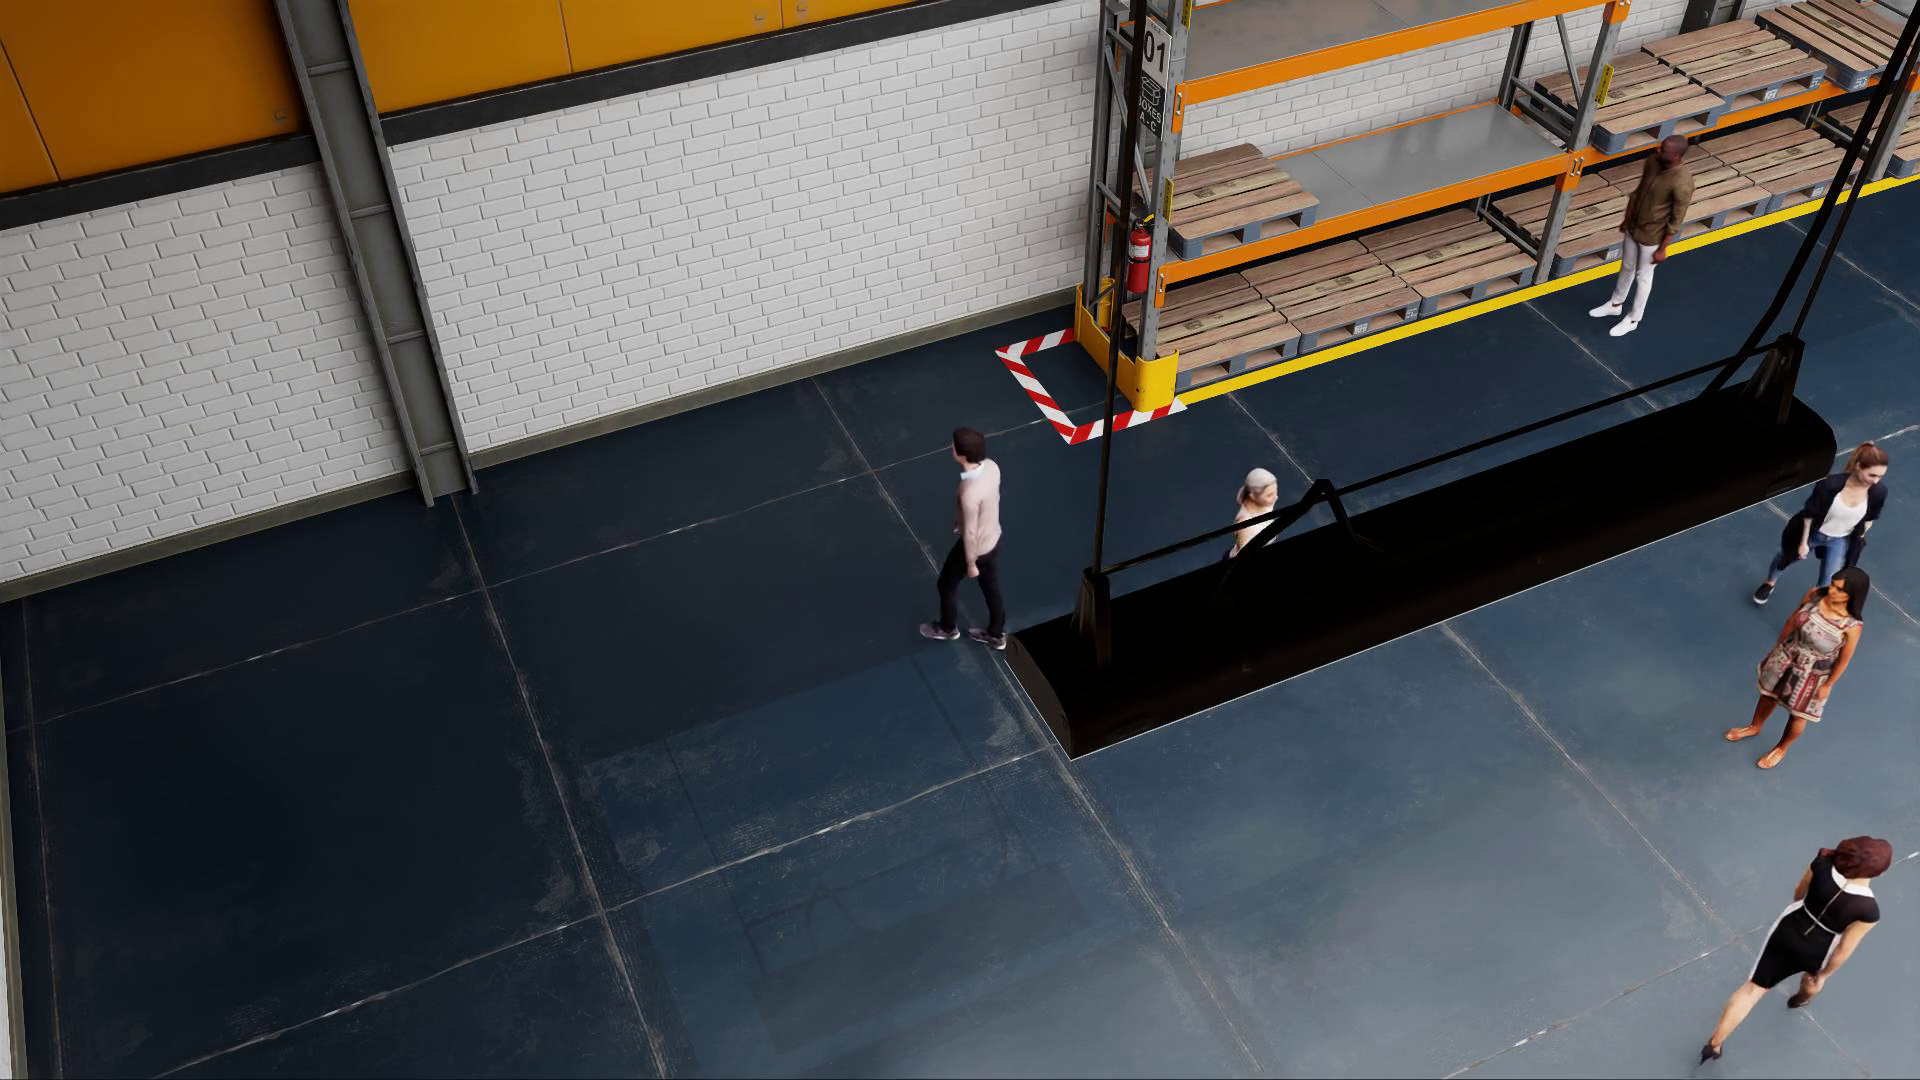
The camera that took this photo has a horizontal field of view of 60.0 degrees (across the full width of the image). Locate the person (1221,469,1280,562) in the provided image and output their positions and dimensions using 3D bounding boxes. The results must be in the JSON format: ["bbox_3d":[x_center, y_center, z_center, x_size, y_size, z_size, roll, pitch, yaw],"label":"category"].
[{"bbox_3d":[1.756,0.186,10.832,1.031,1.674,1.147,26,49,24],"label":"person"}]

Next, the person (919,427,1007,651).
[{"bbox_3d":[0.193,0.046,10.900,0.958,1.783,0.912,16,46,16],"label":"person"}]

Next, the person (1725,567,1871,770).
[{"bbox_3d":[5.222,0.763,10.247,0.515,1.645,0.646,-18,46,-18],"label":"person"}]

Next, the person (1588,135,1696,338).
[{"bbox_3d":[5.616,-2.512,13.555,0.636,1.824,0.754,-11,45,-11],"label":"person"}]

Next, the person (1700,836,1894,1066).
[{"bbox_3d":[4.336,2.174,8.697,1.191,1.739,0.707,-25,49,-24],"label":"person"}]

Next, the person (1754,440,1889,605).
[{"bbox_3d":[5.756,-0.063,11.119,1.014,1.639,1.060,19,47,19],"label":"person"}]
